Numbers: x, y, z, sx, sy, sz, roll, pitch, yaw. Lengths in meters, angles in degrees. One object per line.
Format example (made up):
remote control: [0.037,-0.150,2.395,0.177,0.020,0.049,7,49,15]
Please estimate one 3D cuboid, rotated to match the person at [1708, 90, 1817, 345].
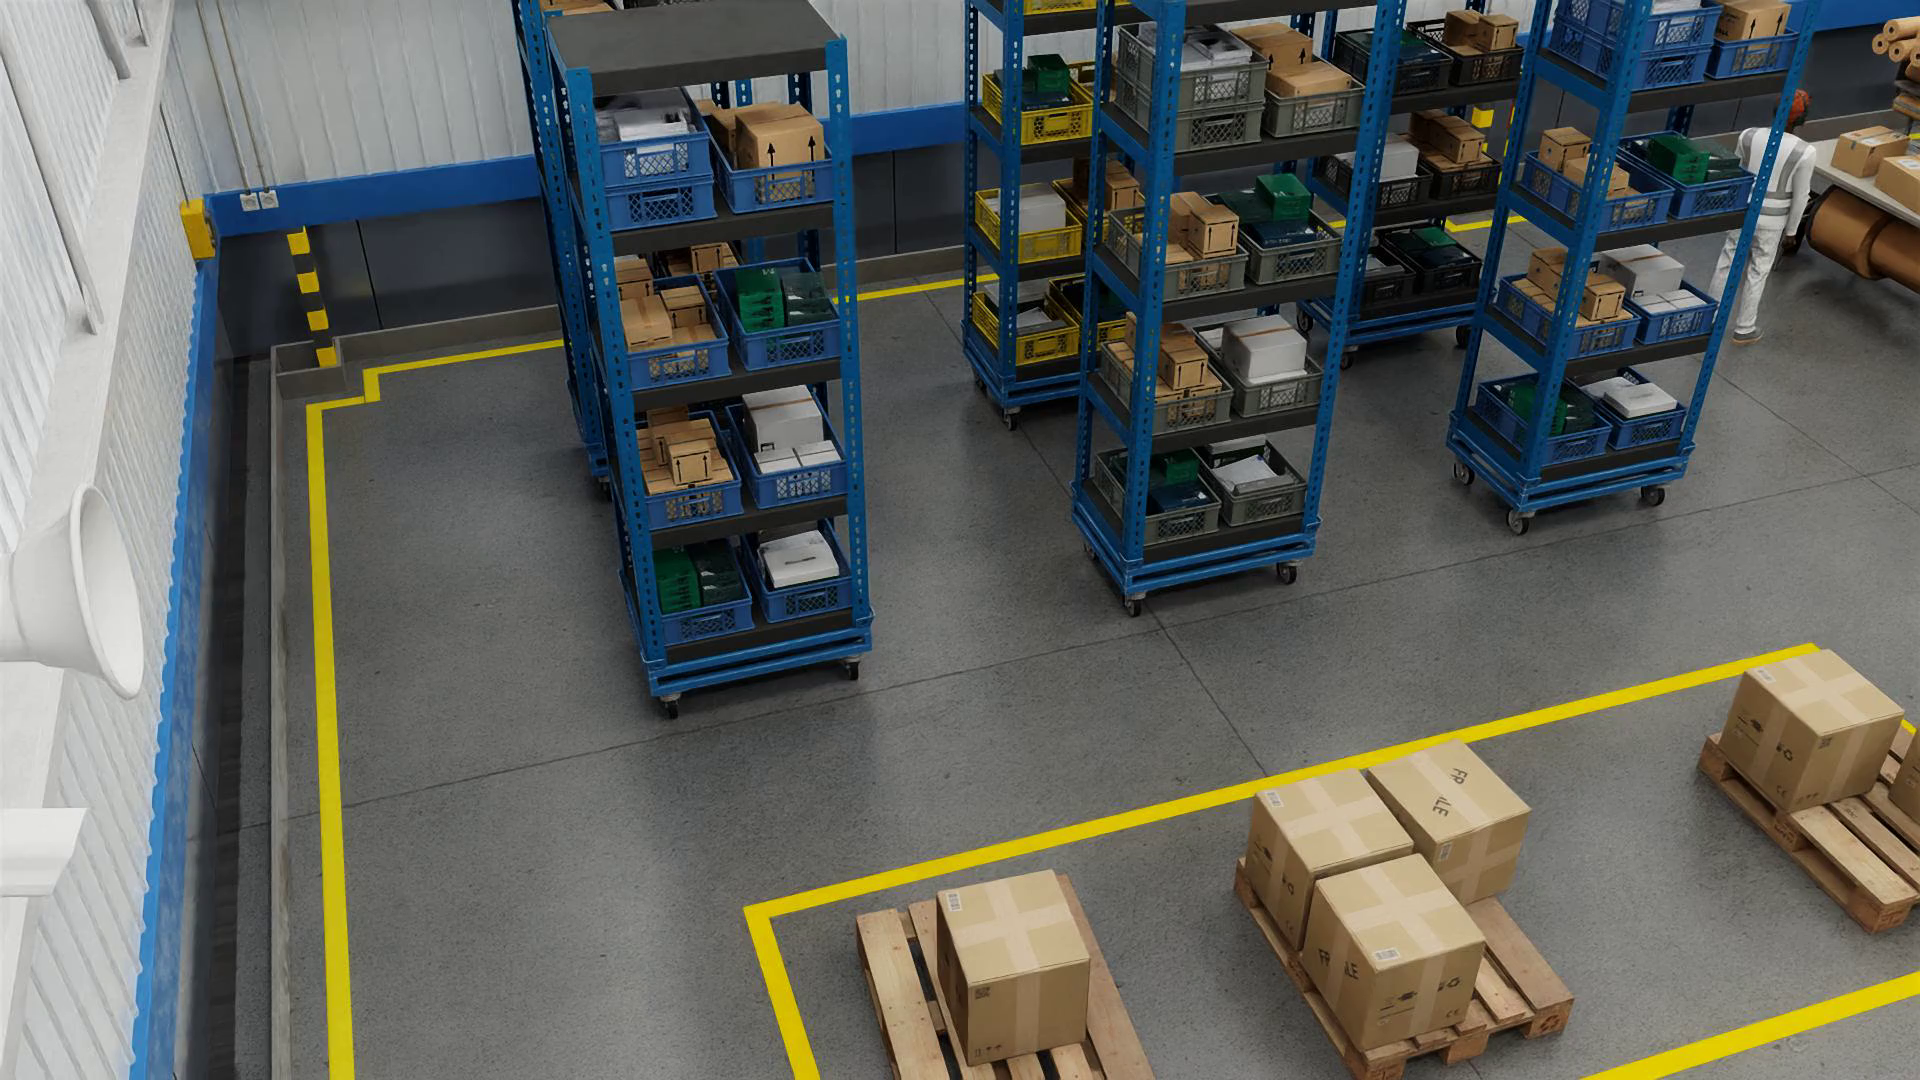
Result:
person: [5.735,-2.305,11.923,0.356,1.882,0.573,-27,43,-33]
